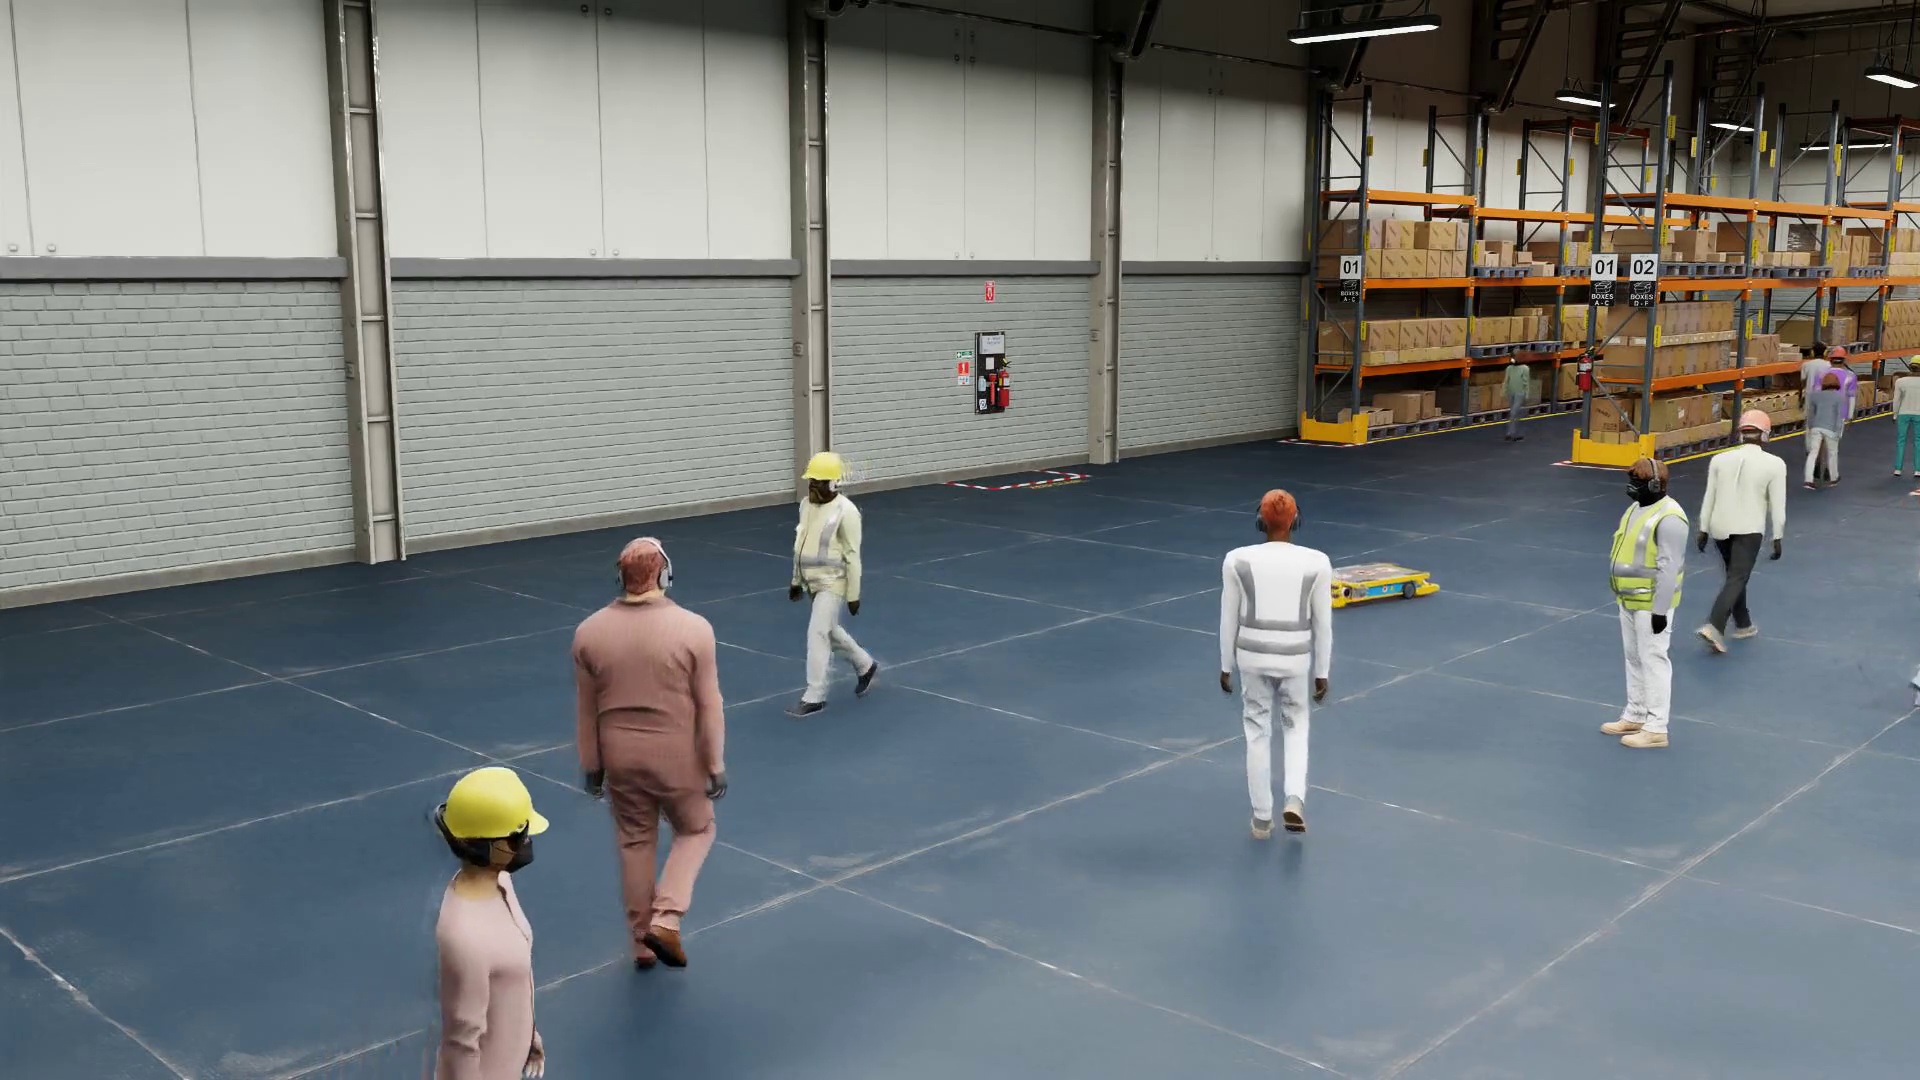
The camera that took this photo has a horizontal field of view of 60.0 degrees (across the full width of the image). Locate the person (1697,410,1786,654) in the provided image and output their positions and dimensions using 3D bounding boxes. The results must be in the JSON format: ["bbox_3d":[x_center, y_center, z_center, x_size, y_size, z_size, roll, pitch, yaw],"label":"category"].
[{"bbox_3d":[6.206,-0.078,13.275,1.138,1.916,0.641,-8,12,-40],"label":"person"}]

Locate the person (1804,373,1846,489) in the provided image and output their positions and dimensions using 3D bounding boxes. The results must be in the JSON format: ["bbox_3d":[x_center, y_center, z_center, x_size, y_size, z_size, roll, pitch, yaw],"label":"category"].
[{"bbox_3d":[11.904,-1.498,22.842,0.895,1.578,0.512,-8,12,-39],"label":"person"}]

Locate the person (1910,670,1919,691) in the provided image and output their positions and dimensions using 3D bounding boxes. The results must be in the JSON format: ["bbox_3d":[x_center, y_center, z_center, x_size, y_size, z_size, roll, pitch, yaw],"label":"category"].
[{"bbox_3d":[6.783,0.373,11.347,0.372,1.624,0.519,4,10,22],"label":"person"}]

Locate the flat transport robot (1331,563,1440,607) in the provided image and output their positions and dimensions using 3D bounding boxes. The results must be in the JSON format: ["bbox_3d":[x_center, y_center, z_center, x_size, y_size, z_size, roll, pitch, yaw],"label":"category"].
[{"bbox_3d":[3.668,0.402,15.286,1.431,0.197,0.652,-6,11,-32],"label":"flat transport robot"}]

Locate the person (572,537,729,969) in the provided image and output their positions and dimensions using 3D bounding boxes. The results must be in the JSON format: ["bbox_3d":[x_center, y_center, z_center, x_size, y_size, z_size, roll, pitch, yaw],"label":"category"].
[{"bbox_3d":[-1.315,0.931,7.118,0.672,1.890,0.465,2,10,12],"label":"person"}]

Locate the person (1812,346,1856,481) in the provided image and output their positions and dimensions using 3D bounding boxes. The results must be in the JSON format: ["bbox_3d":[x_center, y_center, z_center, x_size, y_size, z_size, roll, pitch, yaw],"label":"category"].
[{"bbox_3d":[12.504,-1.816,23.843,0.563,1.901,0.833,5,11,28],"label":"person"}]

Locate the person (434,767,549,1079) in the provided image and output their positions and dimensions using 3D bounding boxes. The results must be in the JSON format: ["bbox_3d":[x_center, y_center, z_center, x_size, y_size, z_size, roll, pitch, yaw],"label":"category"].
[{"bbox_3d":[-1.342,1.443,4.485,0.803,1.736,0.528,-2,10,-12],"label":"person"}]

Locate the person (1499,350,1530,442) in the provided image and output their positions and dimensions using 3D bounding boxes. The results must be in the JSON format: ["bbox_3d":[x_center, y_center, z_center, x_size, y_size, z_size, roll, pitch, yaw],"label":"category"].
[{"bbox_3d":[9.565,-2.489,28.855,0.779,1.601,0.515,-5,10,-26],"label":"person"}]

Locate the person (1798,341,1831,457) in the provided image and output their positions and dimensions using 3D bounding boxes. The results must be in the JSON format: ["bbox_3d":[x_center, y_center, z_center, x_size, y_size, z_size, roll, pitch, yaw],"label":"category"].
[{"bbox_3d":[13.696,-2.243,26.573,0.552,1.857,0.494,8,12,39],"label":"person"}]

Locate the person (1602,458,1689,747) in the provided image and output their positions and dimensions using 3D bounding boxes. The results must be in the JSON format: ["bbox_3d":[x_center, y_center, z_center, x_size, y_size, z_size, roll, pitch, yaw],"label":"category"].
[{"bbox_3d":[4.363,0.392,10.608,0.430,1.837,0.631,0,9,-1],"label":"person"}]

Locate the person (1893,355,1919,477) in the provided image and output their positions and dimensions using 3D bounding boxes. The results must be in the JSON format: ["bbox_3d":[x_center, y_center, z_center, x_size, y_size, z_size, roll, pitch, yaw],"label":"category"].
[{"bbox_3d":[13.835,-1.800,24.157,0.526,1.769,0.328,8,12,39],"label":"person"}]

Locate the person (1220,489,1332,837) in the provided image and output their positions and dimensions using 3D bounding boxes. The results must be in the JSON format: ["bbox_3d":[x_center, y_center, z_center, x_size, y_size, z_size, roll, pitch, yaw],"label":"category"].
[{"bbox_3d":[1.662,0.665,8.811,0.576,1.872,0.445,1,9,7],"label":"person"}]

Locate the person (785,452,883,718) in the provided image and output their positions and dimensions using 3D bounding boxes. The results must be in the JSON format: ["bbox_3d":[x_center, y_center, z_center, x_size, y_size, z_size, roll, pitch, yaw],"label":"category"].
[{"bbox_3d":[-0.861,0.277,11.409,0.834,1.803,0.595,-7,11,-36],"label":"person"}]
